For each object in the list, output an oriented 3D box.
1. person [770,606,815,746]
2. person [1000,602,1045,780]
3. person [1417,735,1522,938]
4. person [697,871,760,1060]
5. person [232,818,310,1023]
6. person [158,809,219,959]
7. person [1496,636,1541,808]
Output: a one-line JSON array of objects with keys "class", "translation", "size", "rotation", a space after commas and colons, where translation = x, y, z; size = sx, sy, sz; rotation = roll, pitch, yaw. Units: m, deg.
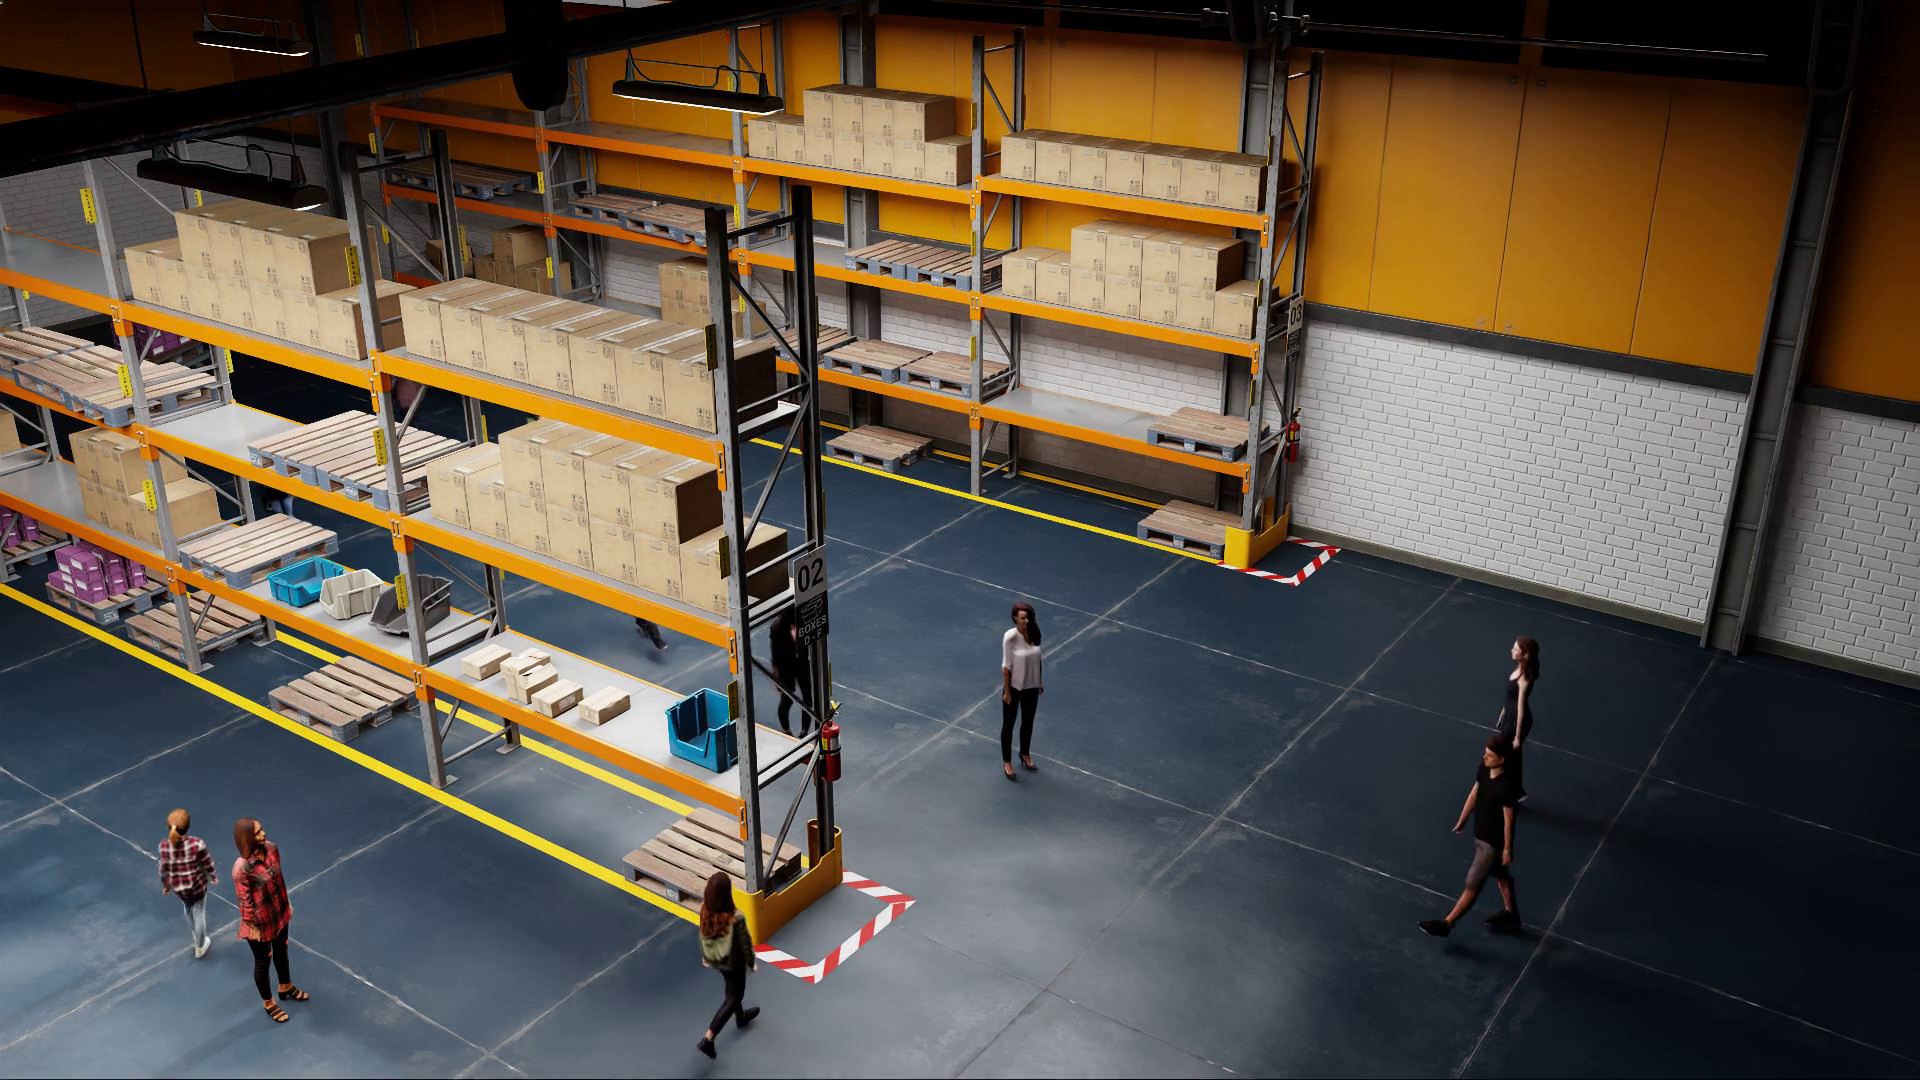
[{"class": "person", "translation": [-1.680, 1.228, 16.173], "size": [0.728, 1.698, 0.788], "rotation": [-17, 29, -34]}, {"class": "person", "translation": [0.568, 1.396, 15.668], "size": [0.674, 1.795, 0.634], "rotation": [-16, 28, -31]}, {"class": "person", "translation": [4.358, 2.396, 13.358], "size": [1.262, 1.813, 1.169], "rotation": [-3, 24, -6]}, {"class": "person", "translation": [-1.738, 3.111, 12.167], "size": [0.877, 1.457, 0.633], "rotation": [15, 28, 31]}, {"class": "person", "translation": [-5.226, 2.824, 12.520], "size": [0.657, 1.701, 0.676], "rotation": [7, 24, 15]}, {"class": "person", "translation": [-6.139, 2.749, 13.198], "size": [0.725, 1.294, 0.782], "rotation": [-3, 24, -6]}, {"class": "person", "translation": [5.142, 1.680, 15.092], "size": [0.786, 1.735, 0.737], "rotation": [4, 24, 8]}]
